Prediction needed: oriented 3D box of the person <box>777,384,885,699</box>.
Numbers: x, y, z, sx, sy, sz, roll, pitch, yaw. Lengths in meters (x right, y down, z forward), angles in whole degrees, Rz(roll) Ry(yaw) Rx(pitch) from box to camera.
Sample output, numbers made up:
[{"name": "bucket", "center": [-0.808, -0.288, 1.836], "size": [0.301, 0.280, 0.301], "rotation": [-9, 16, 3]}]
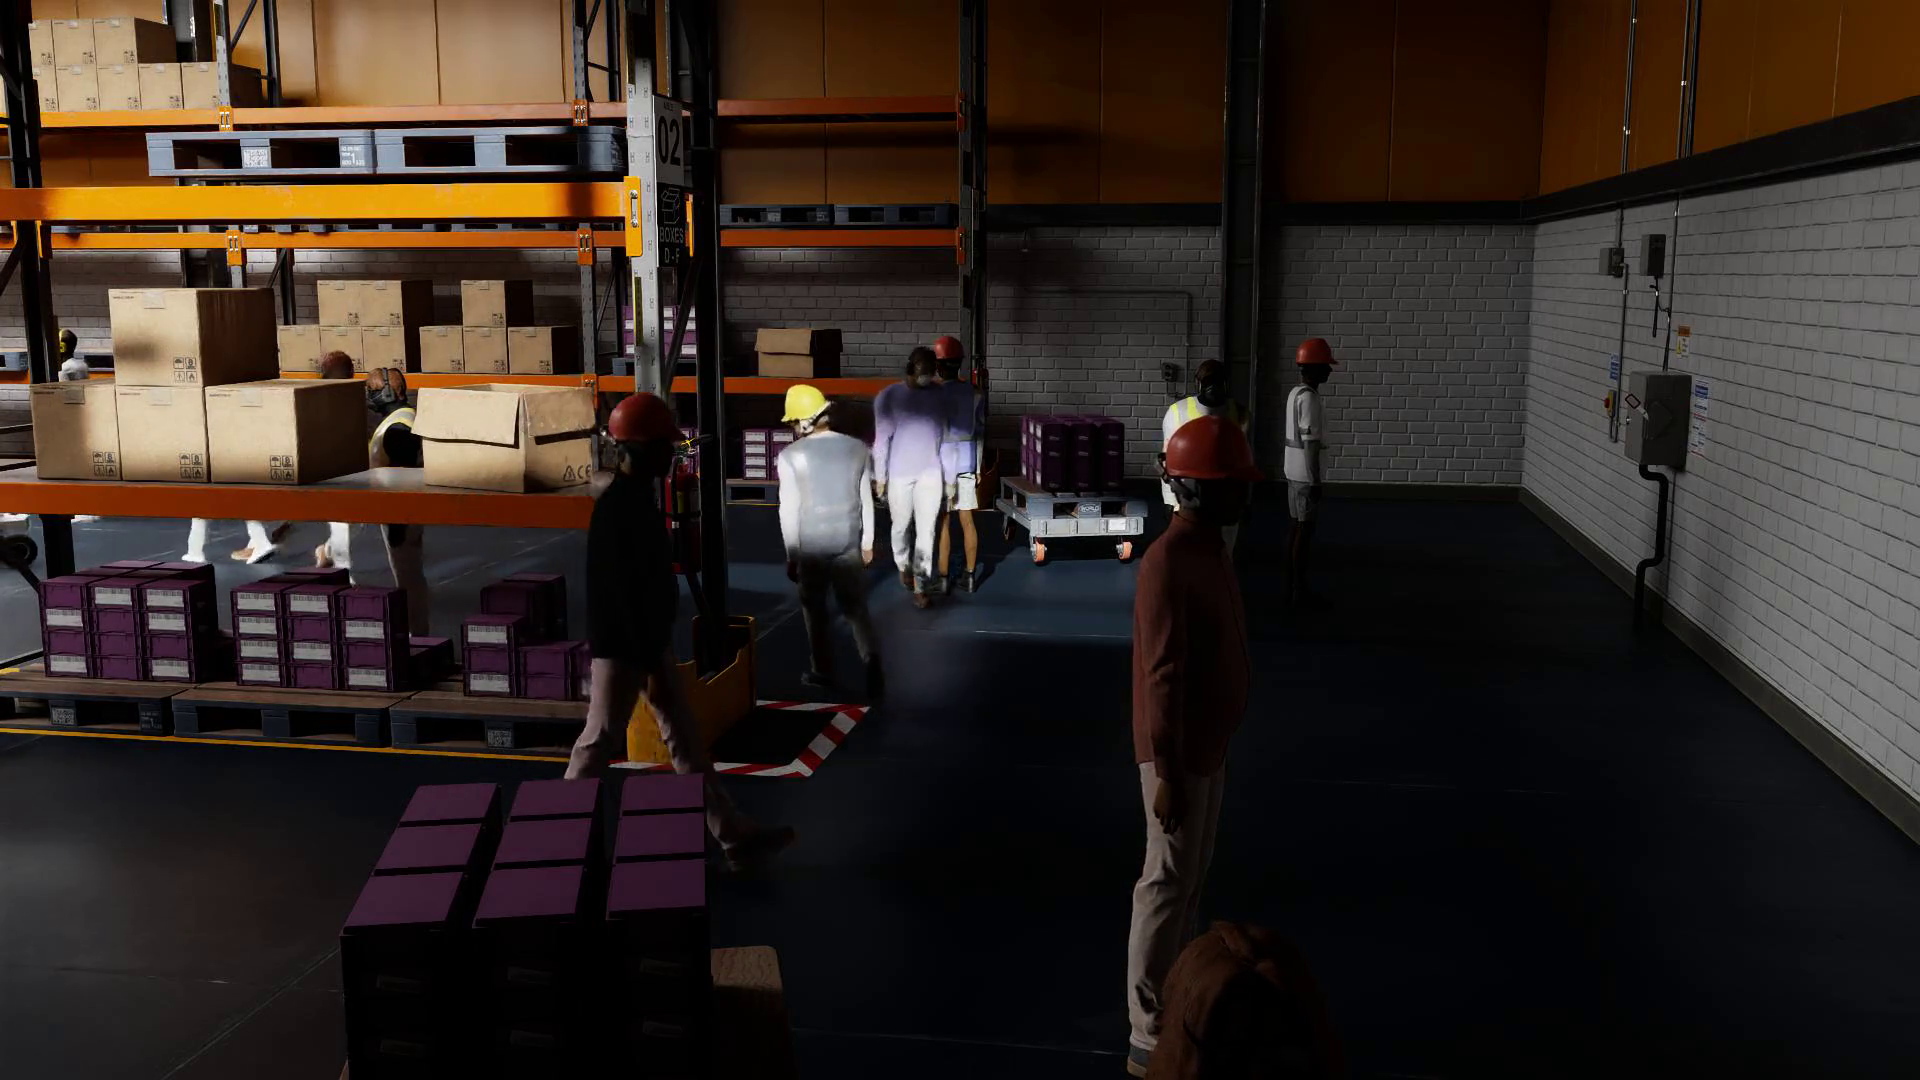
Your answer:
[{"name": "person", "center": [-0.721, 0.023, 9.334], "size": [0.599, 1.792, 0.759], "rotation": [-5, 11, -29]}]

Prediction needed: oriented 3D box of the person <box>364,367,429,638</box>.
[{"name": "person", "center": [-3.460, -0.143, 10.221], "size": [0.429, 1.837, 0.621], "rotation": [-4, 10, -22]}]

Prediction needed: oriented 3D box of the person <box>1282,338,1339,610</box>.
[{"name": "person", "center": [2.511, -0.474, 11.942], "size": [0.354, 1.939, 0.544], "rotation": [0, 9, 0]}]

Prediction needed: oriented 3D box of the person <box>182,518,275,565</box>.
[{"name": "person", "center": [-6.054, -0.719, 13.697], "size": [0.887, 1.879, 0.595], "rotation": [7, 11, 36]}]

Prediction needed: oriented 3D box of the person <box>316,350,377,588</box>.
[{"name": "person", "center": [-4.641, -0.493, 12.331], "size": [0.733, 1.856, 0.605], "rotation": [9, 13, 43]}]

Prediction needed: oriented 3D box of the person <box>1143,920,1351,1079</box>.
[{"name": "person", "center": [0.336, 1.263, 2.095], "size": [0.507, 1.635, 0.272], "rotation": [4, 10, 23]}]

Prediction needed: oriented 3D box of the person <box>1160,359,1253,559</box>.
[{"name": "person", "center": [1.625, -0.259, 10.908], "size": [0.620, 1.845, 0.430], "rotation": [-1, 9, -5]}]

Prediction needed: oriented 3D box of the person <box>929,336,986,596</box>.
[{"name": "person", "center": [-0.074, -0.549, 12.405], "size": [0.544, 1.939, 0.353], "rotation": [-6, 11, -31]}]

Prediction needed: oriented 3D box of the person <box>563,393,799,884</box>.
[{"name": "person", "center": [-1.170, 0.409, 6.453], "size": [1.025, 1.936, 0.643], "rotation": [0, 9, -1]}]

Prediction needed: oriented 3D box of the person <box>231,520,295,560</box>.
[{"name": "person", "center": [-5.922, -0.745, 13.867], "size": [0.455, 1.856, 0.662], "rotation": [-4, 10, -21]}]

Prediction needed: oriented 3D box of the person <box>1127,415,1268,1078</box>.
[{"name": "person", "center": [0.703, 0.621, 4.976], "size": [0.396, 1.992, 0.622], "rotation": [3, 10, 21]}]

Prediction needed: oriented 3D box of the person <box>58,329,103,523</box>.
[{"name": "person", "center": [-8.511, -1.088, 15.981], "size": [0.309, 1.864, 0.534], "rotation": [-1, 9, -6]}]

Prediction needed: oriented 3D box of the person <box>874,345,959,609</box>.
[{"name": "person", "center": [-0.330, -0.495, 12.221], "size": [0.637, 1.897, 0.965], "rotation": [-2, 9, -9]}]

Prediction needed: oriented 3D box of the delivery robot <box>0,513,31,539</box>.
[{"name": "delivery robot", "center": [-7.973, -0.087, 13.517], "size": [0.707, 0.478, 0.477], "rotation": [-7, 12, -38]}]
